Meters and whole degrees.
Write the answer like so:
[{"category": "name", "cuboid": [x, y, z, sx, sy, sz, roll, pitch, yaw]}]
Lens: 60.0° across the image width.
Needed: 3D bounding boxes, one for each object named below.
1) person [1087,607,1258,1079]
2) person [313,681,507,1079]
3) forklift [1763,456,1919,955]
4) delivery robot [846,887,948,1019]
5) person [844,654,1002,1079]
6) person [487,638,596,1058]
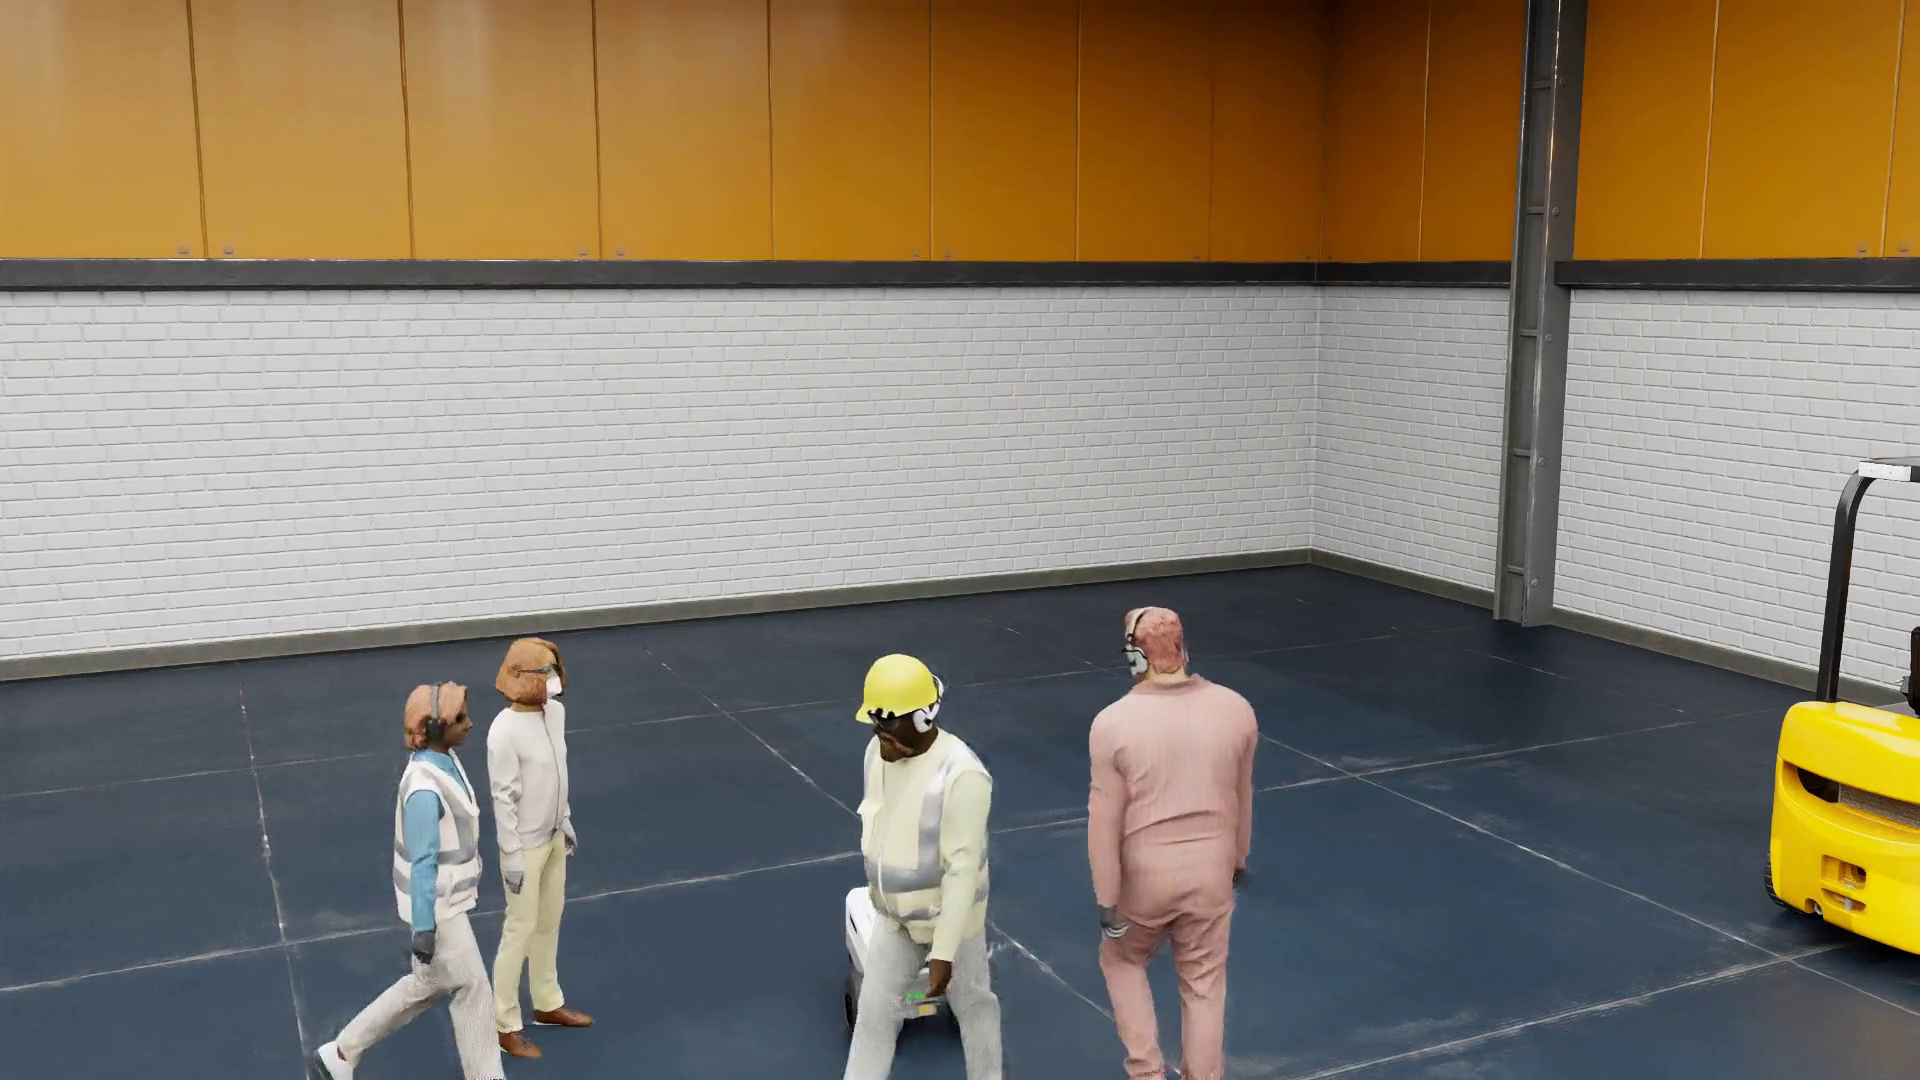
[{"category": "person", "cuboid": [0.740, 1.167, 5.842, 0.657, 1.879, 0.446, -2, 9, -11]}, {"category": "person", "cuboid": [-1.919, 1.289, 5.899, 0.746, 1.613, 0.513, -2, 9, -12]}, {"category": "forklift", "cuboid": [4.857, 0.731, 7.561, 2.313, 2.155, 1.214, -4, 10, -25]}, {"category": "delivery robot", "cuboid": [-0.252, 1.626, 6.789, 0.477, 0.478, 0.707, -2, 9, -13]}, {"category": "person", "cuboid": [-0.173, 1.259, 5.534, 0.878, 1.777, 0.620, -9, 13, -43]}, {"category": "person", "cuboid": [-1.673, 1.193, 6.512, 0.373, 1.651, 0.508, 2, 9, 14]}]
